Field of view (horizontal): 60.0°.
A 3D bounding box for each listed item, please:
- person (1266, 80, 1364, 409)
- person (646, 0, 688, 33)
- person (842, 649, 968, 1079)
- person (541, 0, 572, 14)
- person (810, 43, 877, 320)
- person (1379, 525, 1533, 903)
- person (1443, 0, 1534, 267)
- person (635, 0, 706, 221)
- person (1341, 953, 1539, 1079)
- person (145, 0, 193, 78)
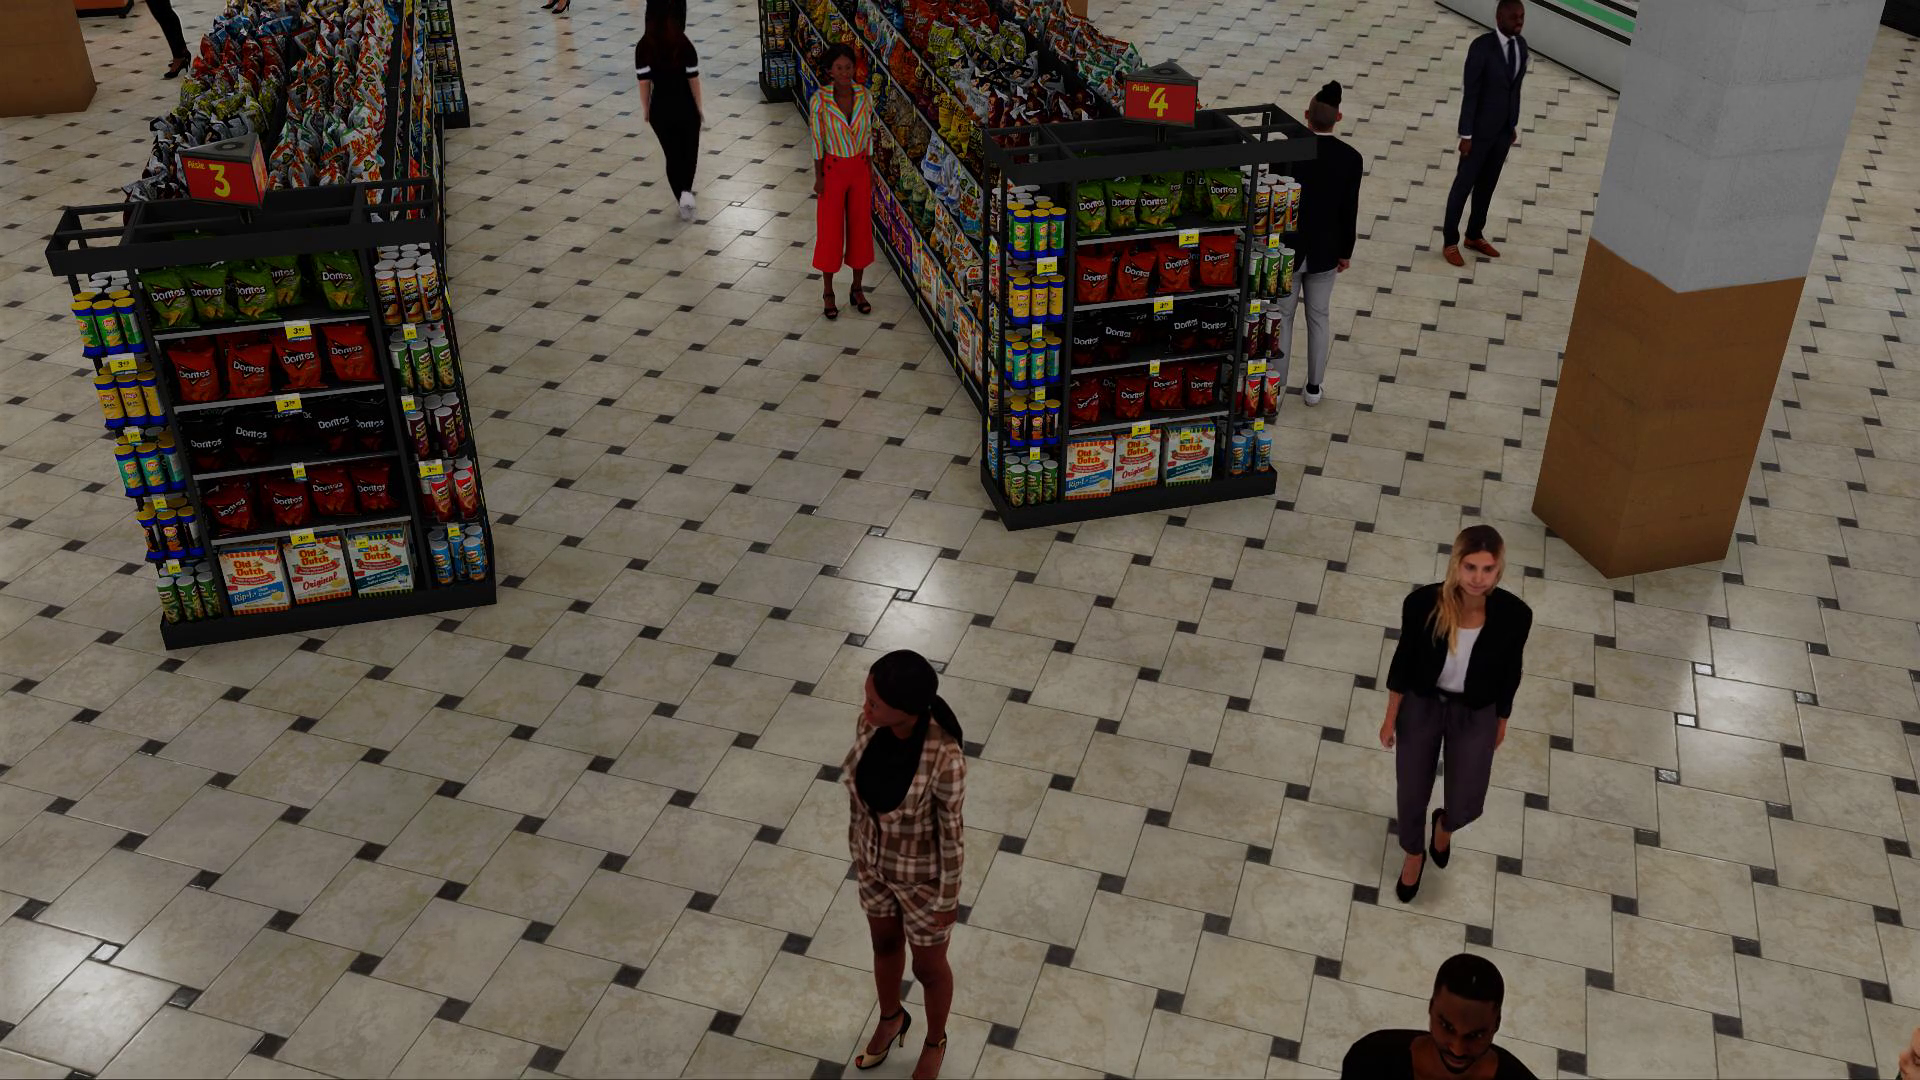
[{"bbox_3d":[1.989,-1.684,9.545,0.767,1.950,0.680,0,32,0],"label":"person"},{"bbox_3d":[-2.637,-4.884,14.952,0.832,1.671,0.671,1,32,1],"label":"person"},{"bbox_3d":[-0.164,1.063,5.279,0.644,1.793,0.732,25,39,34],"label":"person"},{"bbox_3d":[-4.313,-6.430,17.301,0.865,1.815,0.779,-20,37,-29],"label":"person"},{"bbox_3d":[-0.738,-2.289,10.667,0.624,1.792,0.568,-13,34,-19],"label":"person"},{"bbox_3d":[1.789,0.620,6.114,0.741,1.663,0.790,10,33,16],"label":"person"},{"bbox_3d":[3.657,-2.846,11.533,0.746,1.824,0.680,-17,36,-25],"label":"person"},{"bbox_3d":[-2.096,-3.111,12.145,0.669,1.626,0.665,-2,32,-3],"label":"person"},{"bbox_3d":[1.143,1.729,4.197,0.715,1.806,0.707,8,33,12],"label":"person"},{"bbox_3d":[-7.448,-5.239,15.363,0.699,1.840,0.511,-8,33,-12],"label":"person"}]
